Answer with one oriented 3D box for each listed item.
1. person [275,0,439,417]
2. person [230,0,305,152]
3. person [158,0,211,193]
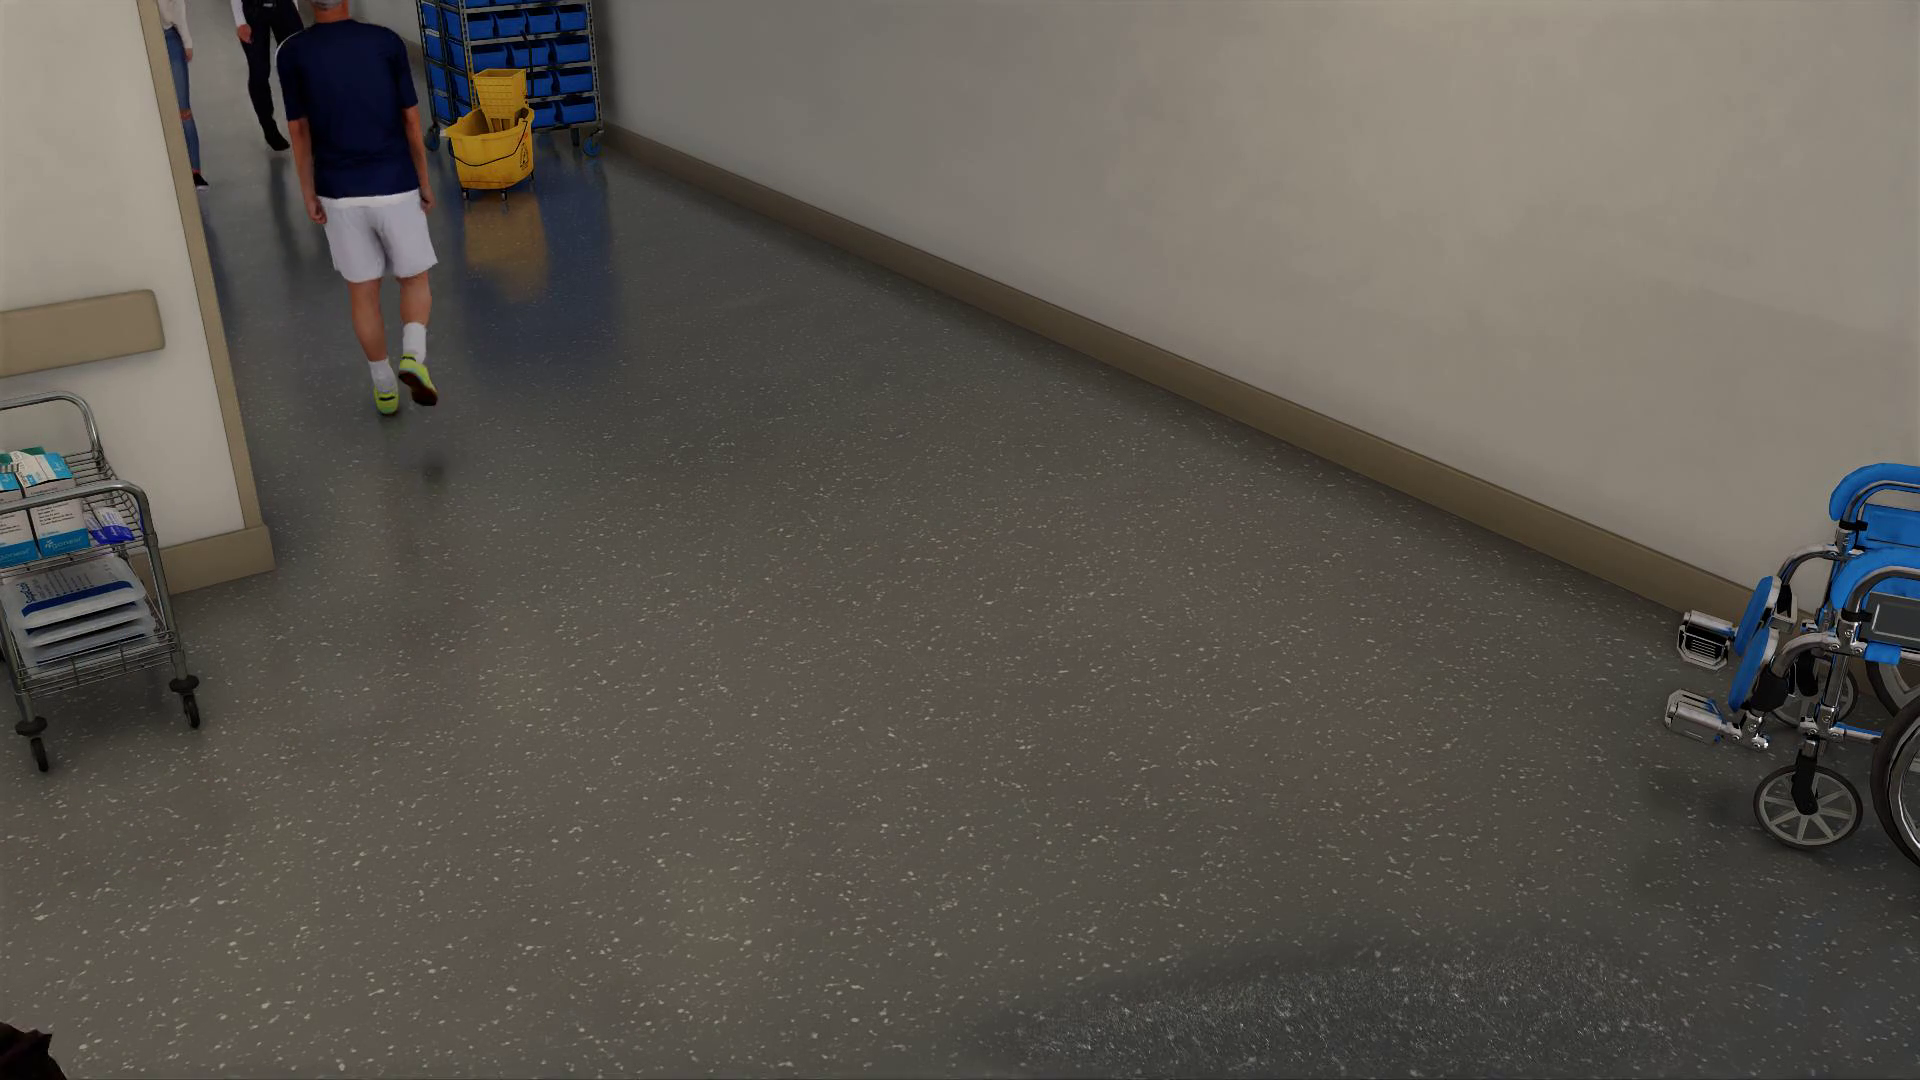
[{"bbox_3d":[-2.265,-1.319,6.372,0.853,1.824,0.832,-9,27,-19],"label":"person"},{"bbox_3d":[-4.464,-3.364,10.614,1.168,1.821,0.763,-20,32,-35],"label":"person"},{"bbox_3d":[-4.783,-2.884,9.818,0.927,1.650,0.799,-10,28,-20],"label":"person"}]
